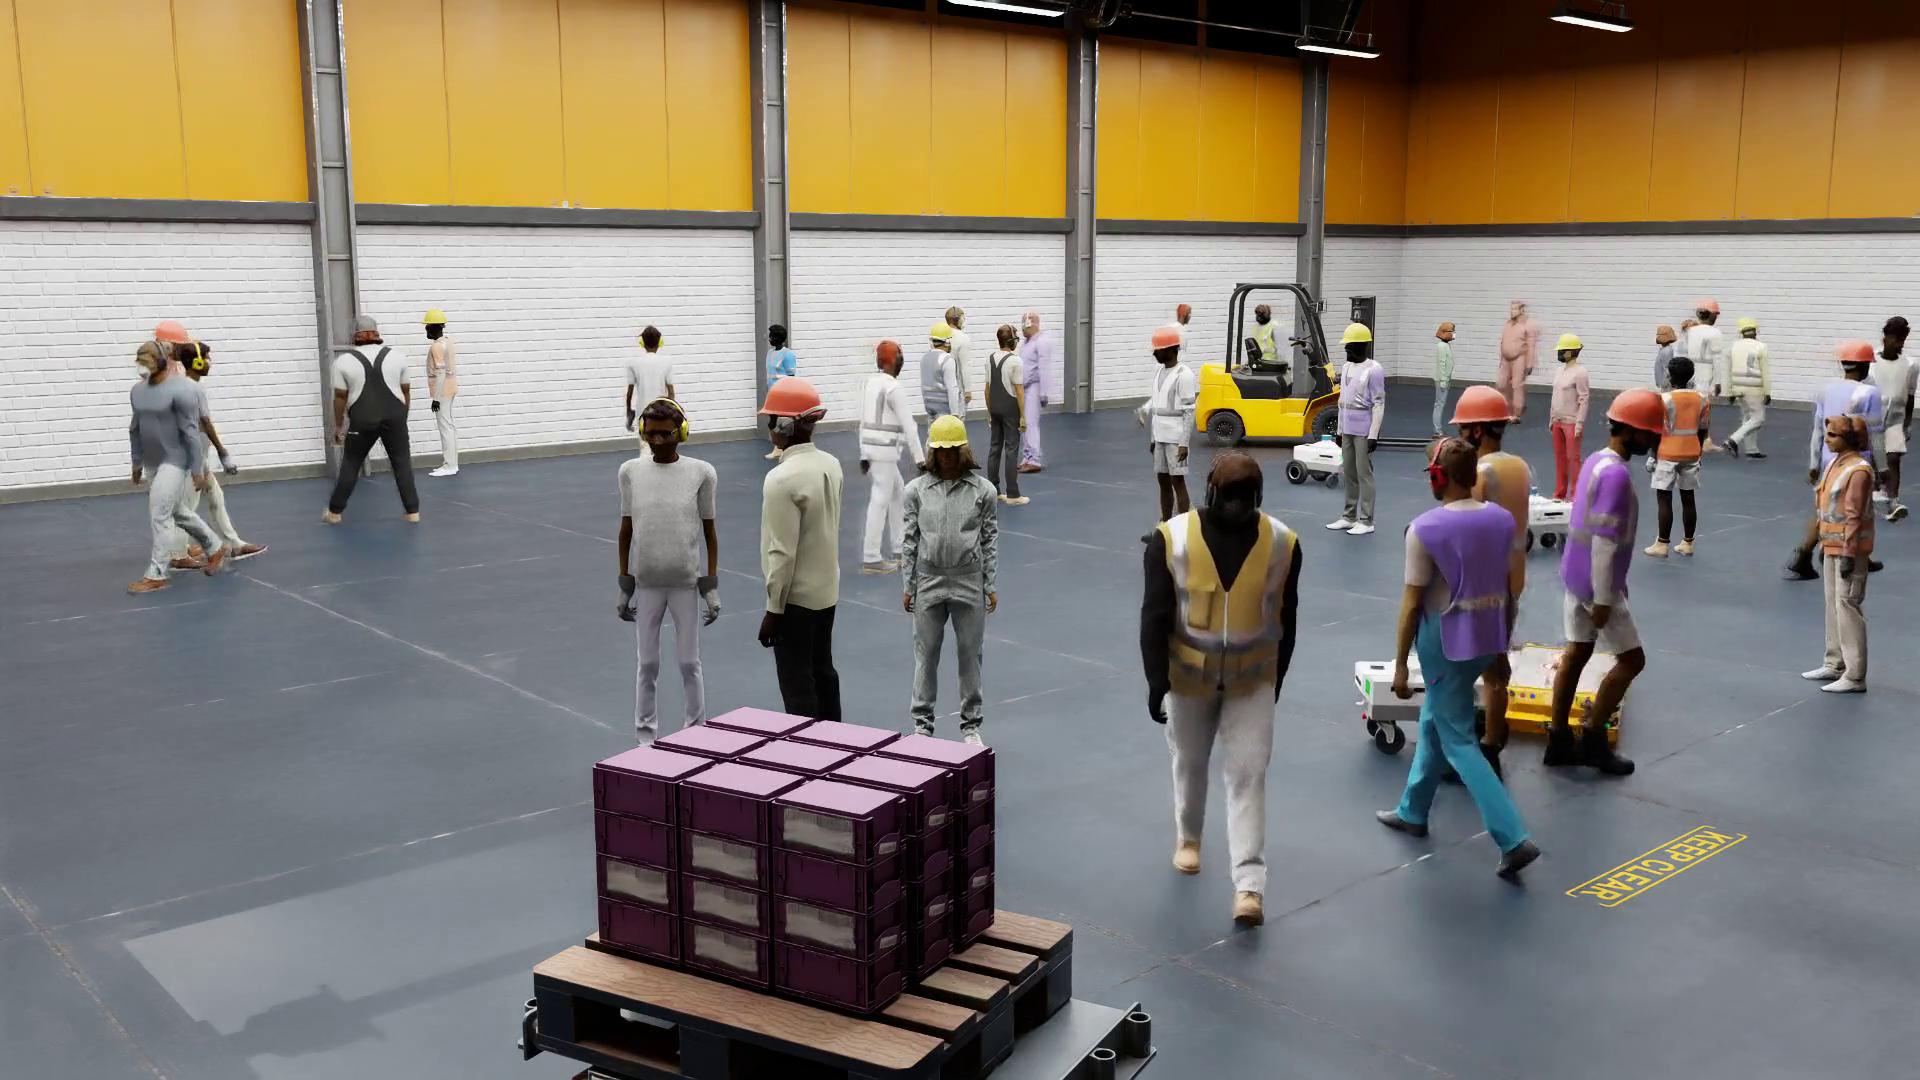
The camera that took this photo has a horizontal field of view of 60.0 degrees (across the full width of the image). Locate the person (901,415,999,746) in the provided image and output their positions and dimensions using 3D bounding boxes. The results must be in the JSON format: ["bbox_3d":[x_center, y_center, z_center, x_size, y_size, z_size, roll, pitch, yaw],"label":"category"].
[{"bbox_3d":[-0.051,0.237,8.422,0.494,1.743,0.307,0,10,0],"label":"person"}]

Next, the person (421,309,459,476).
[{"bbox_3d":[-6.000,-1.698,19.213,0.369,1.928,0.585,-1,10,-7],"label":"person"}]

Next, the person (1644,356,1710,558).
[{"bbox_3d":[6.032,-0.696,14.019,0.541,1.696,0.316,-2,10,-14],"label":"person"}]

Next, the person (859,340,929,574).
[{"bbox_3d":[-0.502,-0.665,13.344,0.732,1.855,0.639,-4,11,-23],"label":"person"}]

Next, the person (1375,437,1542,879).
[{"bbox_3d":[2.102,0.472,6.919,0.574,1.798,0.943,-6,11,-31],"label":"person"}]

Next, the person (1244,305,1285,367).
[{"bbox_3d":[4.529,-2.638,25.094,0.950,1.794,0.634,-4,10,-21],"label":"person"}]

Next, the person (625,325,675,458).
[{"bbox_3d":[-3.187,-1.289,17.115,0.531,1.831,0.931,-1,10,-7],"label":"person"}]

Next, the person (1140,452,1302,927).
[{"bbox_3d":[1.015,0.545,6.499,0.618,1.789,1.019,1,10,6],"label":"person"}]

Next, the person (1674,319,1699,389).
[{"bbox_3d":[10.661,-2.450,24.527,0.369,1.610,0.665,5,11,27],"label":"person"}]

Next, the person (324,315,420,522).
[{"bbox_3d":[-5.667,-1.182,15.861,0.858,2.000,0.564,-4,11,-23],"label":"person"}]

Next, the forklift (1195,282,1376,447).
[{"bbox_3d":[4.328,-2.346,22.227,2.313,2.155,1.214,3,10,16],"label":"forklift"}]

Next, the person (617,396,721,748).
[{"bbox_3d":[-1.427,0.229,8.117,0.514,1.865,0.329,0,10,1],"label":"person"}]

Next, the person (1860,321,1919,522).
[{"bbox_3d":[8.877,-1.141,16.005,0.645,1.897,1.032,2,10,12],"label":"person"}]

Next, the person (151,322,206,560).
[{"bbox_3d":[-6.596,-0.830,13.968,0.406,1.983,0.613,-5,11,-28],"label":"person"}]

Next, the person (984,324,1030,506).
[{"bbox_3d":[0.476,-1.269,16.943,0.511,1.845,0.341,9,13,42],"label":"person"}]

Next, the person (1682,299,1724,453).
[{"bbox_3d":[9.387,-2.081,21.251,0.956,2.002,0.602,-2,10,-12],"label":"person"}]

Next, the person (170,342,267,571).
[{"bbox_3d":[-6.076,-0.683,13.530,0.872,1.836,0.508,-8,12,-38],"label":"person"}]

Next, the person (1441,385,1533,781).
[{"bbox_3d":[2.494,0.220,8.019,0.557,1.914,0.450,-7,12,-37],"label":"person"}]

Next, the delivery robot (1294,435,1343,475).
[{"bbox_3d":[4.051,-0.921,18.399,0.477,0.478,0.707,-9,13,-40],"label":"delivery robot"}]

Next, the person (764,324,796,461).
[{"bbox_3d":[-2.221,-1.816,20.569,0.319,1.698,0.538,-8,12,-38],"label":"person"}]

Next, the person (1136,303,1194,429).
[{"bbox_3d":[3.019,-2.506,24.158,0.805,1.859,0.636,-3,10,-16],"label":"person"}]

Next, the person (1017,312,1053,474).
[{"bbox_3d":[0.842,-1.733,19.596,0.459,1.870,0.749,-3,10,-17],"label":"person"}]

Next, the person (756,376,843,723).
[{"bbox_3d":[-0.738,0.253,7.590,0.382,1.995,0.612,3,10,19],"label":"person"}]

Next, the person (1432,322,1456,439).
[{"bbox_3d":[6.633,-2.162,22.786,0.279,1.633,0.505,4,10,21],"label":"person"}]

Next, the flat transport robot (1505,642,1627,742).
[{"bbox_3d":[3.366,0.823,9.297,0.652,0.197,1.431,4,11,24],"label":"flat transport robot"}]

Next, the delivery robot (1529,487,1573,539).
[{"bbox_3d":[4.889,-0.214,14.264,0.707,0.478,0.477,-3,10,-14],"label":"delivery robot"}]

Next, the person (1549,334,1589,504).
[{"bbox_3d":[6.042,-1.171,16.599,0.323,1.767,0.533,-2,10,-12],"label":"person"}]

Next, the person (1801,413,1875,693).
[{"bbox_3d":[5.163,0.071,9.733,0.319,1.629,0.515,2,10,10],"label":"person"}]

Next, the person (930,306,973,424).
[{"bbox_3d":[-0.093,-1.820,19.901,0.379,1.937,0.629,-9,13,-43],"label":"person"}]

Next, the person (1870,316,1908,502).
[{"bbox_3d":[9.594,-1.363,17.289,0.398,1.916,0.590,8,13,41],"label":"person"}]

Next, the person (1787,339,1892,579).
[{"bbox_3d":[6.952,-0.633,13.108,0.998,1.895,0.547,-2,10,-14],"label":"person"}]

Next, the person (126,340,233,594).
[{"bbox_3d":[-6.035,-0.587,12.793,0.645,1.912,0.941,5,11,28],"label":"person"}]

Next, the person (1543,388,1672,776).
[{"bbox_3d":[3.149,0.209,8.098,0.540,1.904,0.580,2,10,10],"label":"person"}]

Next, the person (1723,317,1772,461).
[{"bbox_3d":[9.720,-1.849,20.500,0.623,1.790,0.610,-3,10,-18],"label":"person"}]

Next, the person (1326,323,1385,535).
[{"bbox_3d":[3.615,-1.011,15.192,0.377,1.925,0.594,-4,10,-20],"label":"person"}]

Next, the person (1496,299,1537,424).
[{"bbox_3d":[8.392,-2.687,25.102,0.449,1.890,0.662,-5,11,-27],"label":"person"}]

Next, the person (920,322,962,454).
[{"bbox_3d":[-0.182,-1.416,17.823,0.404,1.836,0.600,-6,12,-33],"label":"person"}]

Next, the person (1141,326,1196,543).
[{"bbox_3d":[1.807,-0.891,14.484,0.381,1.927,0.550,-4,11,-24],"label":"person"}]

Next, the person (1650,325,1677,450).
[{"bbox_3d":[9.180,-1.983,21.738,0.286,1.634,0.500,4,10,20],"label":"person"}]

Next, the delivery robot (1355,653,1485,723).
[{"bbox_3d":[2.402,0.760,8.561,0.707,0.478,0.477,1,10,5],"label":"delivery robot"}]
